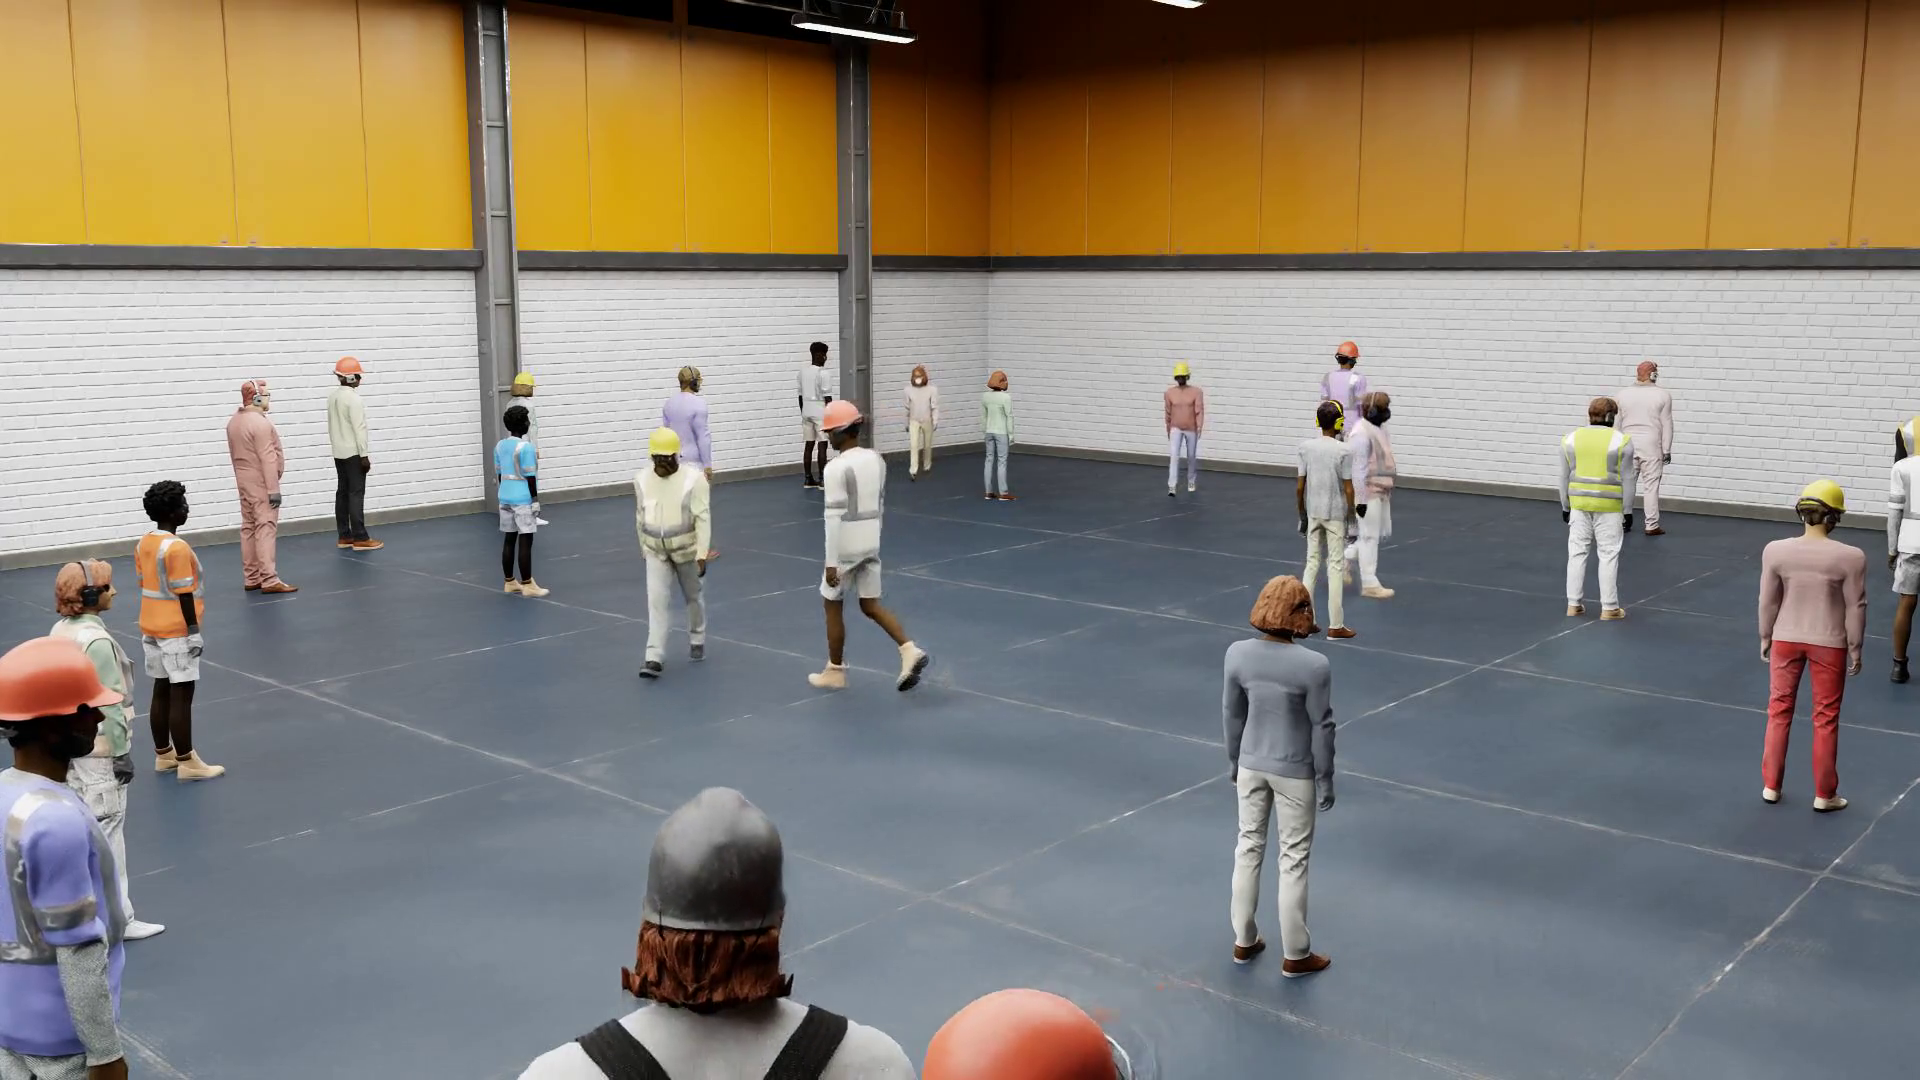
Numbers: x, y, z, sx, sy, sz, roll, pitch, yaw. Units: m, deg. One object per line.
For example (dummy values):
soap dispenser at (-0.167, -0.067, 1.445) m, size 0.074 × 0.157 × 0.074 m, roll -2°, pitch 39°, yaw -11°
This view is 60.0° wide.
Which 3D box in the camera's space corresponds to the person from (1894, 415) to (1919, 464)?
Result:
person at (8.711, -0.450, 14.905) m, size 0.620 × 1.845 × 0.429 m, roll 8°, pitch 12°, yaw 41°

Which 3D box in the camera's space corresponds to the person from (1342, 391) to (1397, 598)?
person at (3.582, -0.406, 14.668) m, size 0.536 × 1.830 × 0.646 m, roll 5°, pitch 10°, yaw 28°

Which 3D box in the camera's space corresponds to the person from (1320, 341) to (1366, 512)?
person at (4.625, -1.360, 19.986) m, size 0.605 × 2.045 × 0.379 m, roll 8°, pitch 12°, yaw 41°

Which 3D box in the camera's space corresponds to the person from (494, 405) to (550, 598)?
person at (-3.878, -0.337, 14.648) m, size 0.531 × 1.698 × 0.320 m, roll 8°, pitch 12°, yaw 41°

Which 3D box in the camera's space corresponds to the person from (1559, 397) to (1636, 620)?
person at (5.265, -0.259, 13.730) m, size 0.620 × 1.837 × 0.429 m, roll 8°, pitch 12°, yaw 41°

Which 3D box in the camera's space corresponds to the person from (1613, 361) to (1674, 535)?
person at (7.476, -1.002, 18.192) m, size 0.638 × 1.902 × 0.406 m, roll 8°, pitch 12°, yaw 41°

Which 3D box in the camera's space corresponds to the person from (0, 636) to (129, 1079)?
person at (-2.269, 1.200, 4.239) m, size 0.543 × 1.939 × 0.362 m, roll 8°, pitch 12°, yaw 41°

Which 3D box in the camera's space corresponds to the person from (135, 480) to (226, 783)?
person at (-4.408, 0.509, 9.336) m, size 0.531 × 1.697 × 0.320 m, roll 8°, pitch 12°, yaw 41°

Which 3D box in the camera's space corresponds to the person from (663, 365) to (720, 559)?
person at (-2.694, -0.770, 16.609) m, size 0.627 × 1.941 × 0.370 m, roll 8°, pitch 12°, yaw 41°

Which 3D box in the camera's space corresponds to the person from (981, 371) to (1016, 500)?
person at (0.482, -1.319, 21.009) m, size 0.499 × 1.634 × 0.278 m, roll 8°, pitch 12°, yaw 41°

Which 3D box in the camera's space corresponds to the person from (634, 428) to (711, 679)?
person at (-2.038, 0.075, 11.882) m, size 0.600 × 1.772 × 0.970 m, roll 1°, pitch 9°, yaw 9°

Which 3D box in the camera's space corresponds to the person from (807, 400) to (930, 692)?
person at (-0.635, 0.062, 11.223) m, size 0.847 × 2.007 × 0.648 m, roll 6°, pitch 11°, yaw 34°

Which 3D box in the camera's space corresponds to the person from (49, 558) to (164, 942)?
person at (-3.678, 0.897, 7.087) m, size 0.514 × 1.639 × 0.311 m, roll 8°, pitch 12°, yaw 41°

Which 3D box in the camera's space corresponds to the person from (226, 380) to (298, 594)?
person at (-6.233, -0.474, 14.849) m, size 0.638 × 1.911 × 0.406 m, roll 8°, pitch 12°, yaw 41°

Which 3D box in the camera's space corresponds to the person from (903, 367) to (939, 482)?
person at (-0.537, -1.599, 22.952) m, size 0.503 × 1.574 × 0.910 m, roll 0°, pitch 9°, yaw 0°

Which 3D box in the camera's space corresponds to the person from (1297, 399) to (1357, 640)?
person at (2.867, -0.156, 12.985) m, size 0.520 × 1.869 × 0.327 m, roll 8°, pitch 12°, yaw 41°

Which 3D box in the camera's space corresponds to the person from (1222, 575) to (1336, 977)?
person at (1.297, 0.950, 6.764) m, size 0.499 × 1.634 × 0.278 m, roll 8°, pitch 12°, yaw 41°

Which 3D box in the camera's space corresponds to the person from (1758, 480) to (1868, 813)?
person at (4.517, 0.559, 8.834) m, size 0.524 × 1.760 × 0.328 m, roll 8°, pitch 12°, yaw 41°

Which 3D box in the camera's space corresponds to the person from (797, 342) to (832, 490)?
person at (-1.884, -1.644, 22.036) m, size 0.602 × 1.958 × 0.380 m, roll 8°, pitch 12°, yaw 41°

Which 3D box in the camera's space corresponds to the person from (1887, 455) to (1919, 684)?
person at (6.689, 0.056, 11.464) m, size 0.543 × 1.927 × 0.374 m, roll 8°, pitch 12°, yaw 41°

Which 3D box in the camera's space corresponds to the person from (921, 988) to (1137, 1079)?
person at (0.069, 1.517, 2.199) m, size 0.806 × 1.957 × 0.619 m, roll -6°, pitch 11°, yaw -35°

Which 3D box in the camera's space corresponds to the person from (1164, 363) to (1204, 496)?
person at (2.894, -1.434, 21.493) m, size 0.527 × 1.715 × 0.937 m, roll 2°, pitch 9°, yaw 13°

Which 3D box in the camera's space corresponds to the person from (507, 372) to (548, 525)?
person at (-4.935, -1.033, 18.903) m, size 0.484 × 1.735 × 0.311 m, roll 8°, pitch 12°, yaw 41°

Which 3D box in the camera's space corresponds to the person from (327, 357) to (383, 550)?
person at (-6.290, -0.893, 17.205) m, size 0.610 × 1.996 × 0.378 m, roll 8°, pitch 12°, yaw 41°
